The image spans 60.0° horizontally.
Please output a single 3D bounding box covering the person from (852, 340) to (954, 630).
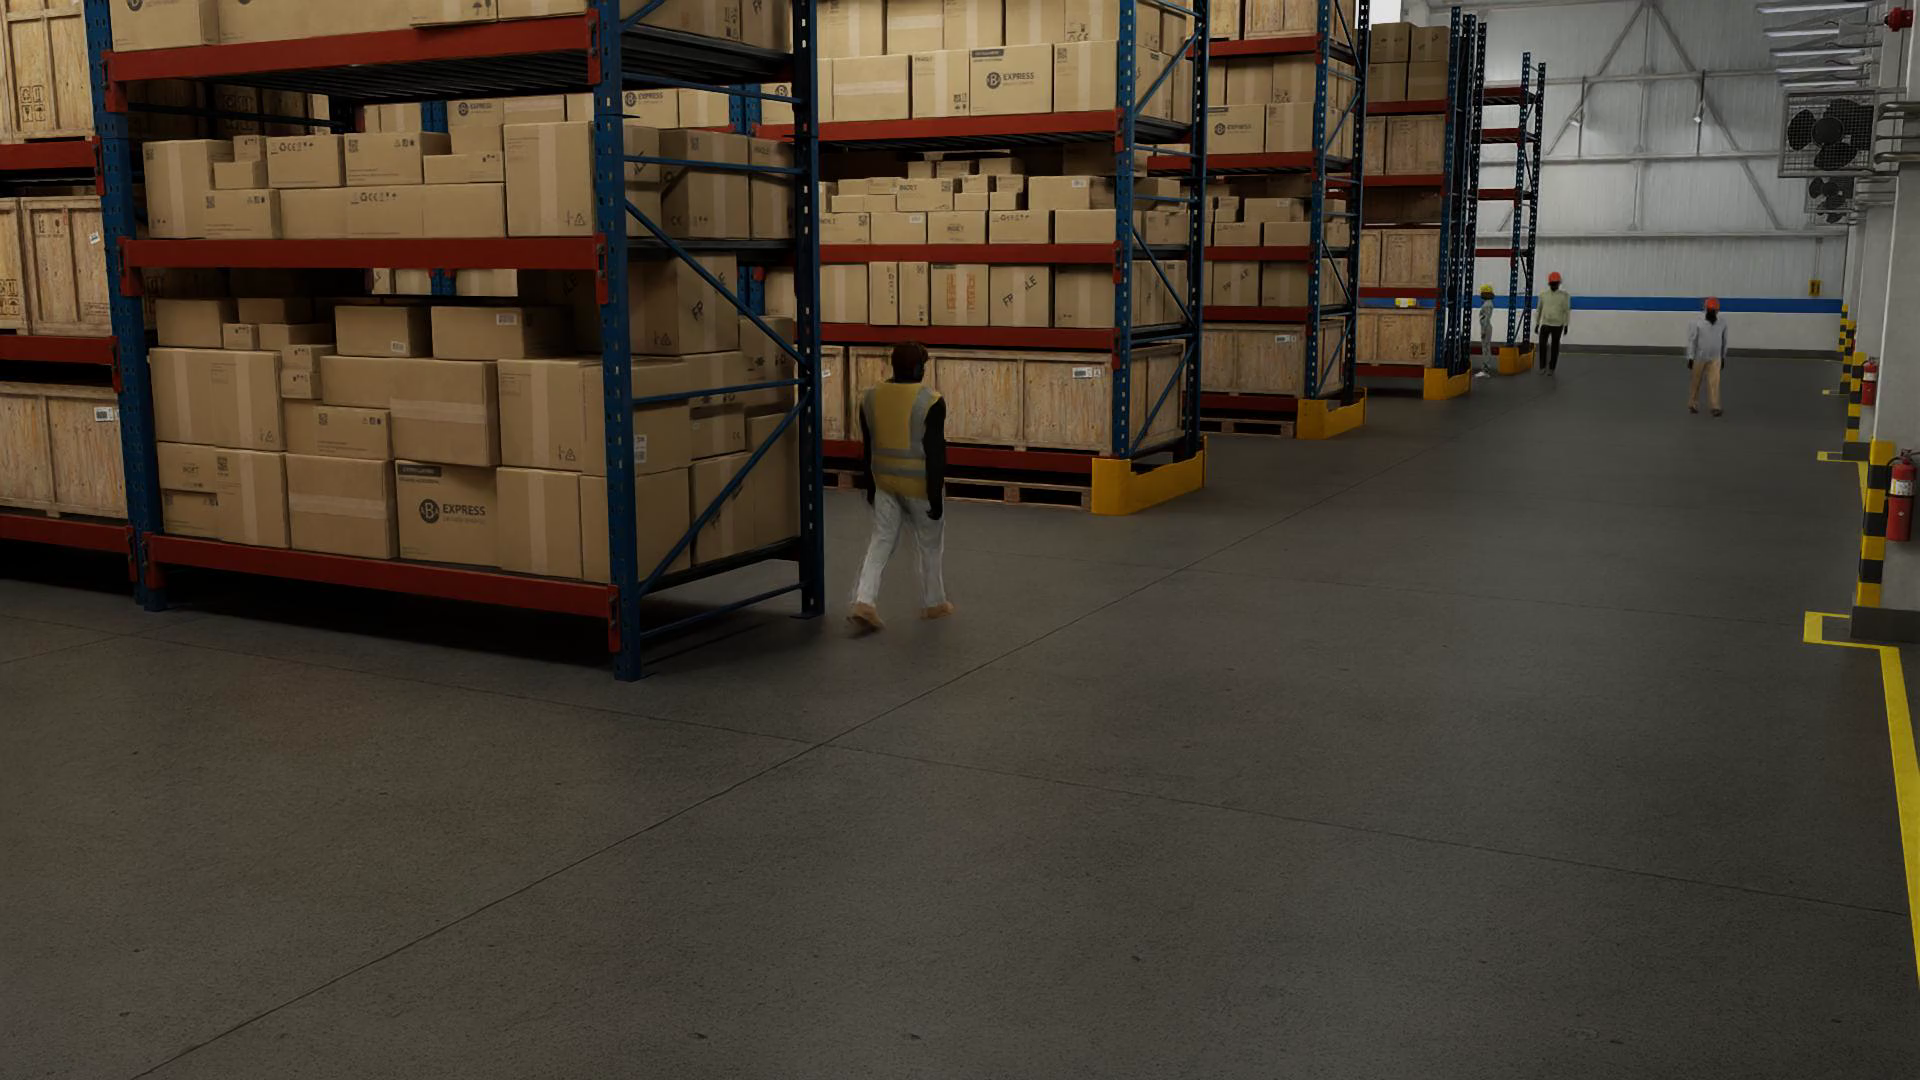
[{"bbox_3d":[-0.361,-0.342,10.342,0.632,1.808,0.910,6,11,30],"label":"person"}]

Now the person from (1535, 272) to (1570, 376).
[{"bbox_3d":[11.184,-4.076,31.461,0.653,1.967,0.776,5,11,29],"label":"person"}]

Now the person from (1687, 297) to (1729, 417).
[{"bbox_3d":[10.741,-2.636,23.914,0.586,1.701,0.916,1,10,5],"label":"person"}]

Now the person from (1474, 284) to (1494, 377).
[{"bbox_3d":[9.874,-3.933,31.301,0.289,1.746,0.487,3,10,16],"label":"person"}]
